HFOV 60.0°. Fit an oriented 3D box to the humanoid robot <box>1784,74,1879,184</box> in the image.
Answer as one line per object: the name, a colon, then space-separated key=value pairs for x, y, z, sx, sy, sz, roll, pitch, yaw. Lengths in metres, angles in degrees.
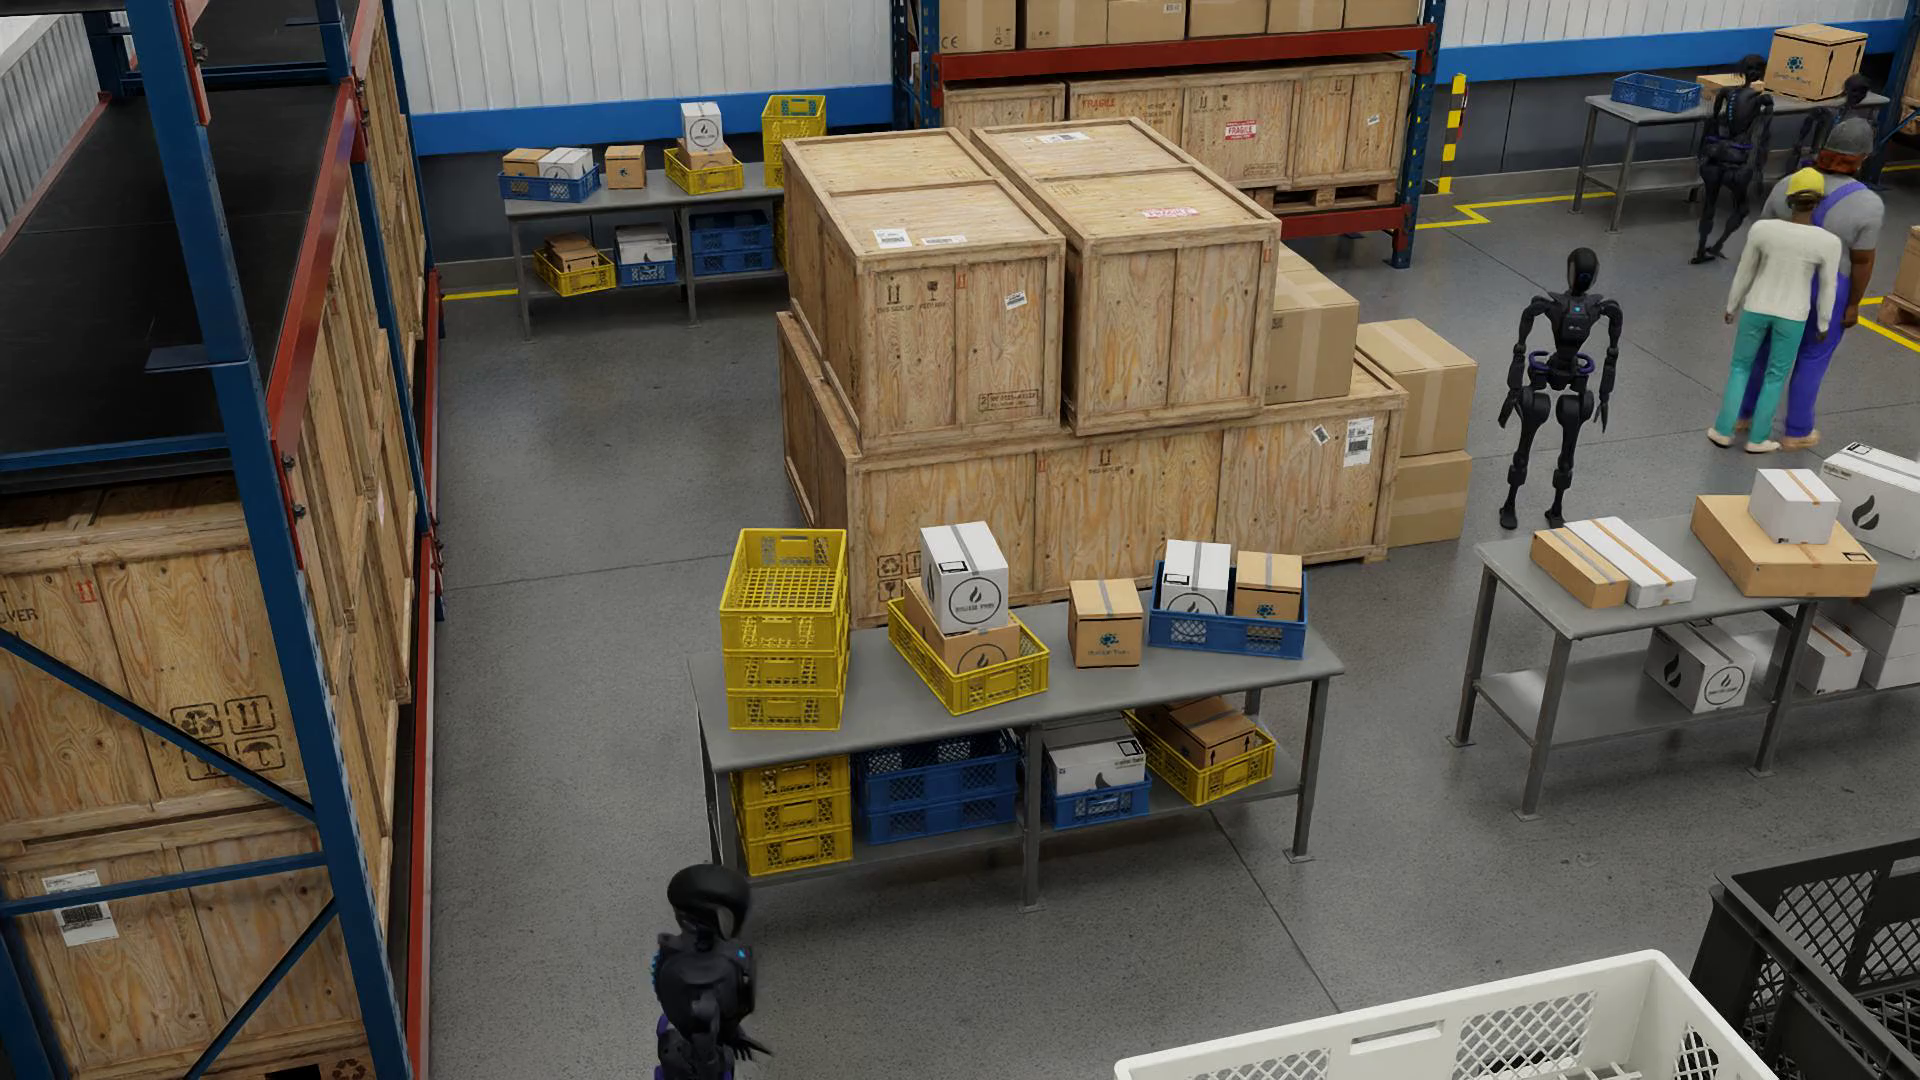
humanoid robot: x=6.524 y=-2.692 z=12.568 sx=0.713 sy=1.630 sz=0.577 roll=-24 pitch=37 yaw=-36

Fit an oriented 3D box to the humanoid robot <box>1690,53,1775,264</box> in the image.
humanoid robot: x=6.075 y=-2.971 z=13.051 sx=0.403 sy=1.651 sz=0.627 roll=-16 pitch=33 yaw=-27

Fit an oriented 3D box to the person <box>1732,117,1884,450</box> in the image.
person: x=5.192 y=-1.557 z=10.108 sx=0.538 sy=2.000 sz=0.685 roll=-20 pitch=35 yaw=-32

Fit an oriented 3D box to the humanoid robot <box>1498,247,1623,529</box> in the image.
humanoid robot: x=3.278 y=-0.813 z=9.127 sx=0.579 sy=1.652 sz=0.308 roll=5 pitch=29 yaw=8

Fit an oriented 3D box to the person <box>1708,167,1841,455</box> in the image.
person: x=4.953 y=-1.373 z=10.073 sx=0.569 sy=1.758 sz=0.356 roll=19 pitch=34 yaw=30

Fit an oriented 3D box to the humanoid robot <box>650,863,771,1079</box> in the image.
humanoid robot: x=-0.703 y=1.582 z=4.778 sx=0.328 sy=1.650 sz=0.594 roll=-3 pitch=29 yaw=-6
